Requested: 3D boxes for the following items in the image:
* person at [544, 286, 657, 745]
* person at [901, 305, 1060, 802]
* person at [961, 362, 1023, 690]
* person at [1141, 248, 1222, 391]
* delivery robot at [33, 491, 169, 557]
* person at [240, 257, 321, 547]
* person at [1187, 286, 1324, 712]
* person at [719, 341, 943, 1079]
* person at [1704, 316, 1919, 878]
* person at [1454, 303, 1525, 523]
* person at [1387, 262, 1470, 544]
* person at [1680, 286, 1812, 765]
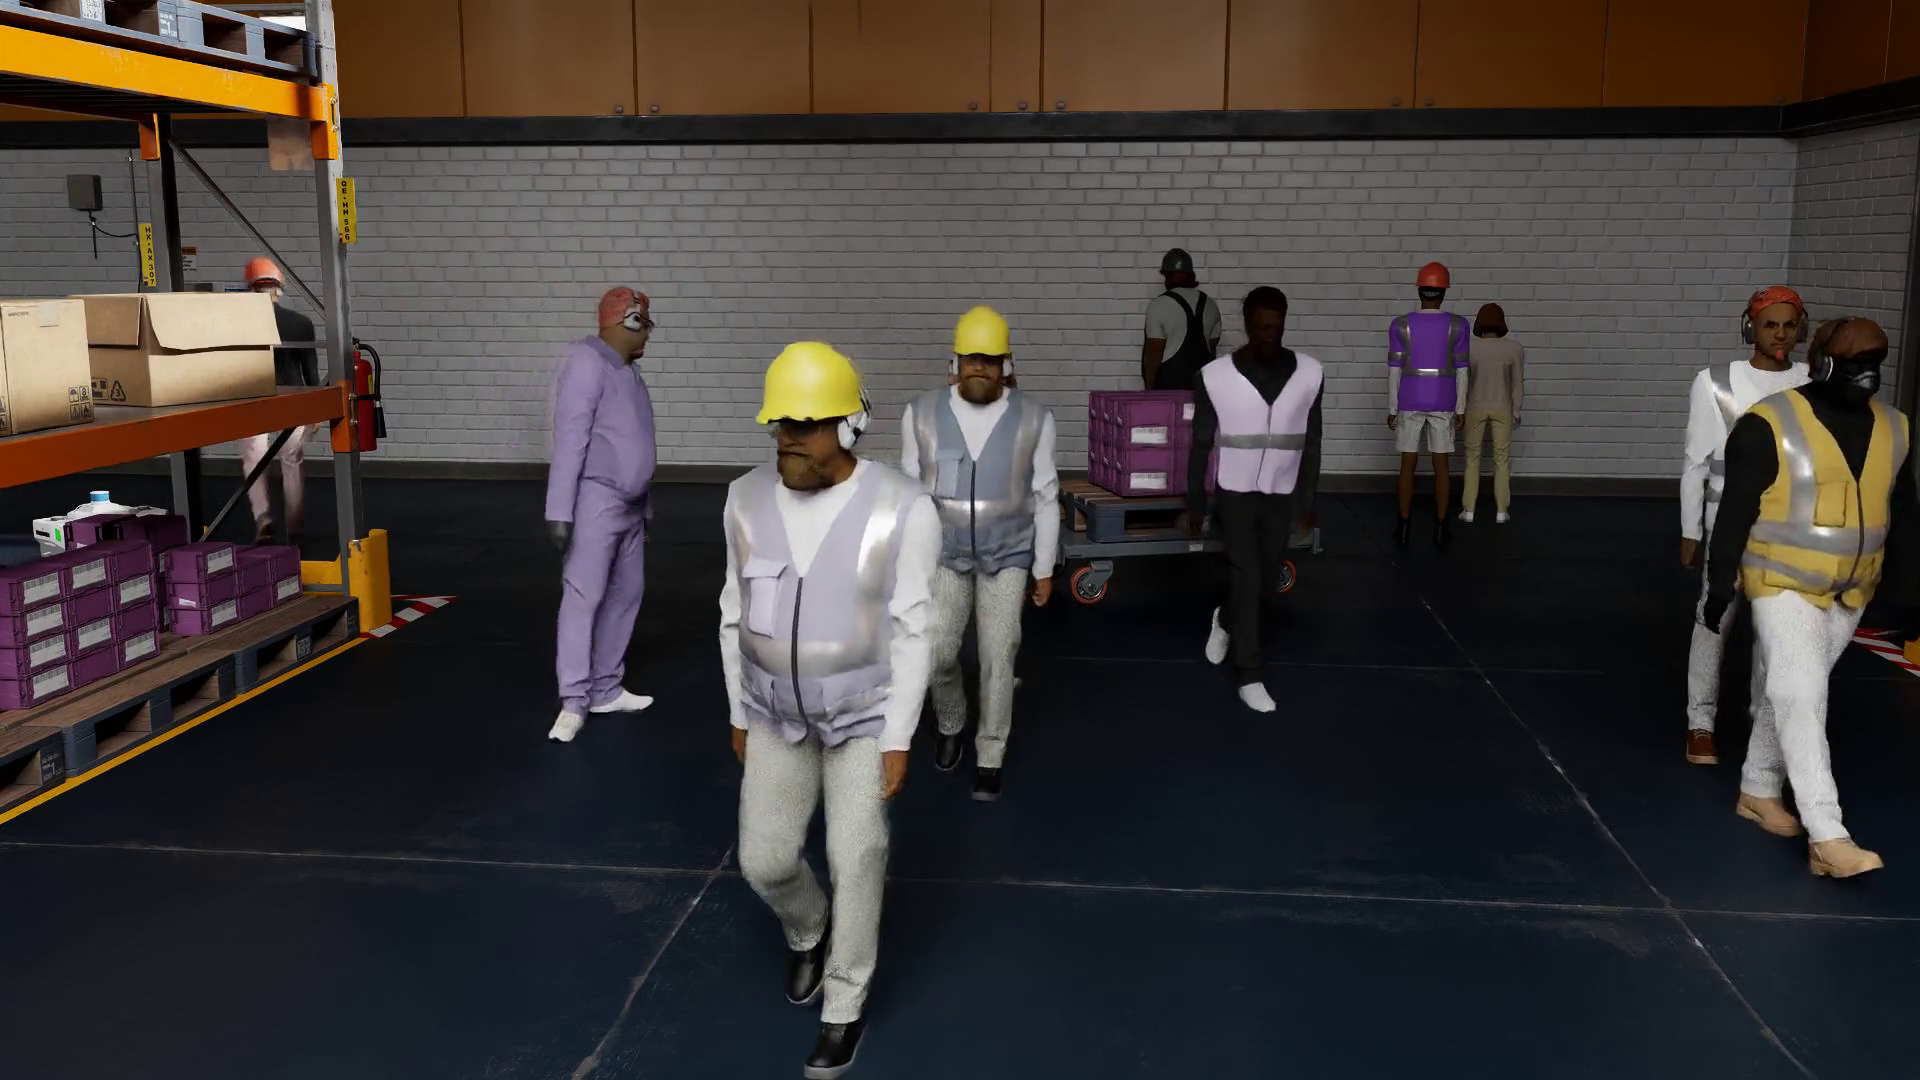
[{"bbox_3d":[-1.494,-0.116,6.984,0.406,1.875,0.797,2,10,11],"label":"person"},{"bbox_3d":[0.065,0.052,6.131,0.614,1.821,0.412,1,10,4],"label":"person"},{"bbox_3d":[0.066,-0.074,7.540,0.556,1.571,0.868,-7,12,-35],"label":"person"},{"bbox_3d":[1.659,-1.246,12.948,0.688,2.000,0.536,-6,12,-32],"label":"person"},{"bbox_3d":[-5.214,-0.055,10.111,0.477,0.478,0.707,8,12,37],"label":"delivery robot"},{"bbox_3d":[-4.622,-0.905,11.196,0.642,1.980,0.558,-5,11,-25],"label":"person"},{"bbox_3d":[1.305,-0.223,7.571,0.609,1.877,0.823,-2,10,-11],"label":"person"},{"bbox_3d":[-0.327,0.414,4.112,0.587,1.812,0.468,3,10,16],"label":"person"},{"bbox_3d":[2.871,0.181,5.452,0.656,1.796,0.925,-2,10,-12],"label":"person"},{"bbox_3d":[3.918,-0.939,12.351,0.498,1.633,0.280,2,10,14],"label":"person"},{"bbox_3d":[3.218,-0.937,11.470,0.545,1.938,0.362,3,10,15],"label":"person"},{"bbox_3d":[3.120,-0.044,6.515,0.584,1.882,0.348,1,10,5],"label":"person"}]
